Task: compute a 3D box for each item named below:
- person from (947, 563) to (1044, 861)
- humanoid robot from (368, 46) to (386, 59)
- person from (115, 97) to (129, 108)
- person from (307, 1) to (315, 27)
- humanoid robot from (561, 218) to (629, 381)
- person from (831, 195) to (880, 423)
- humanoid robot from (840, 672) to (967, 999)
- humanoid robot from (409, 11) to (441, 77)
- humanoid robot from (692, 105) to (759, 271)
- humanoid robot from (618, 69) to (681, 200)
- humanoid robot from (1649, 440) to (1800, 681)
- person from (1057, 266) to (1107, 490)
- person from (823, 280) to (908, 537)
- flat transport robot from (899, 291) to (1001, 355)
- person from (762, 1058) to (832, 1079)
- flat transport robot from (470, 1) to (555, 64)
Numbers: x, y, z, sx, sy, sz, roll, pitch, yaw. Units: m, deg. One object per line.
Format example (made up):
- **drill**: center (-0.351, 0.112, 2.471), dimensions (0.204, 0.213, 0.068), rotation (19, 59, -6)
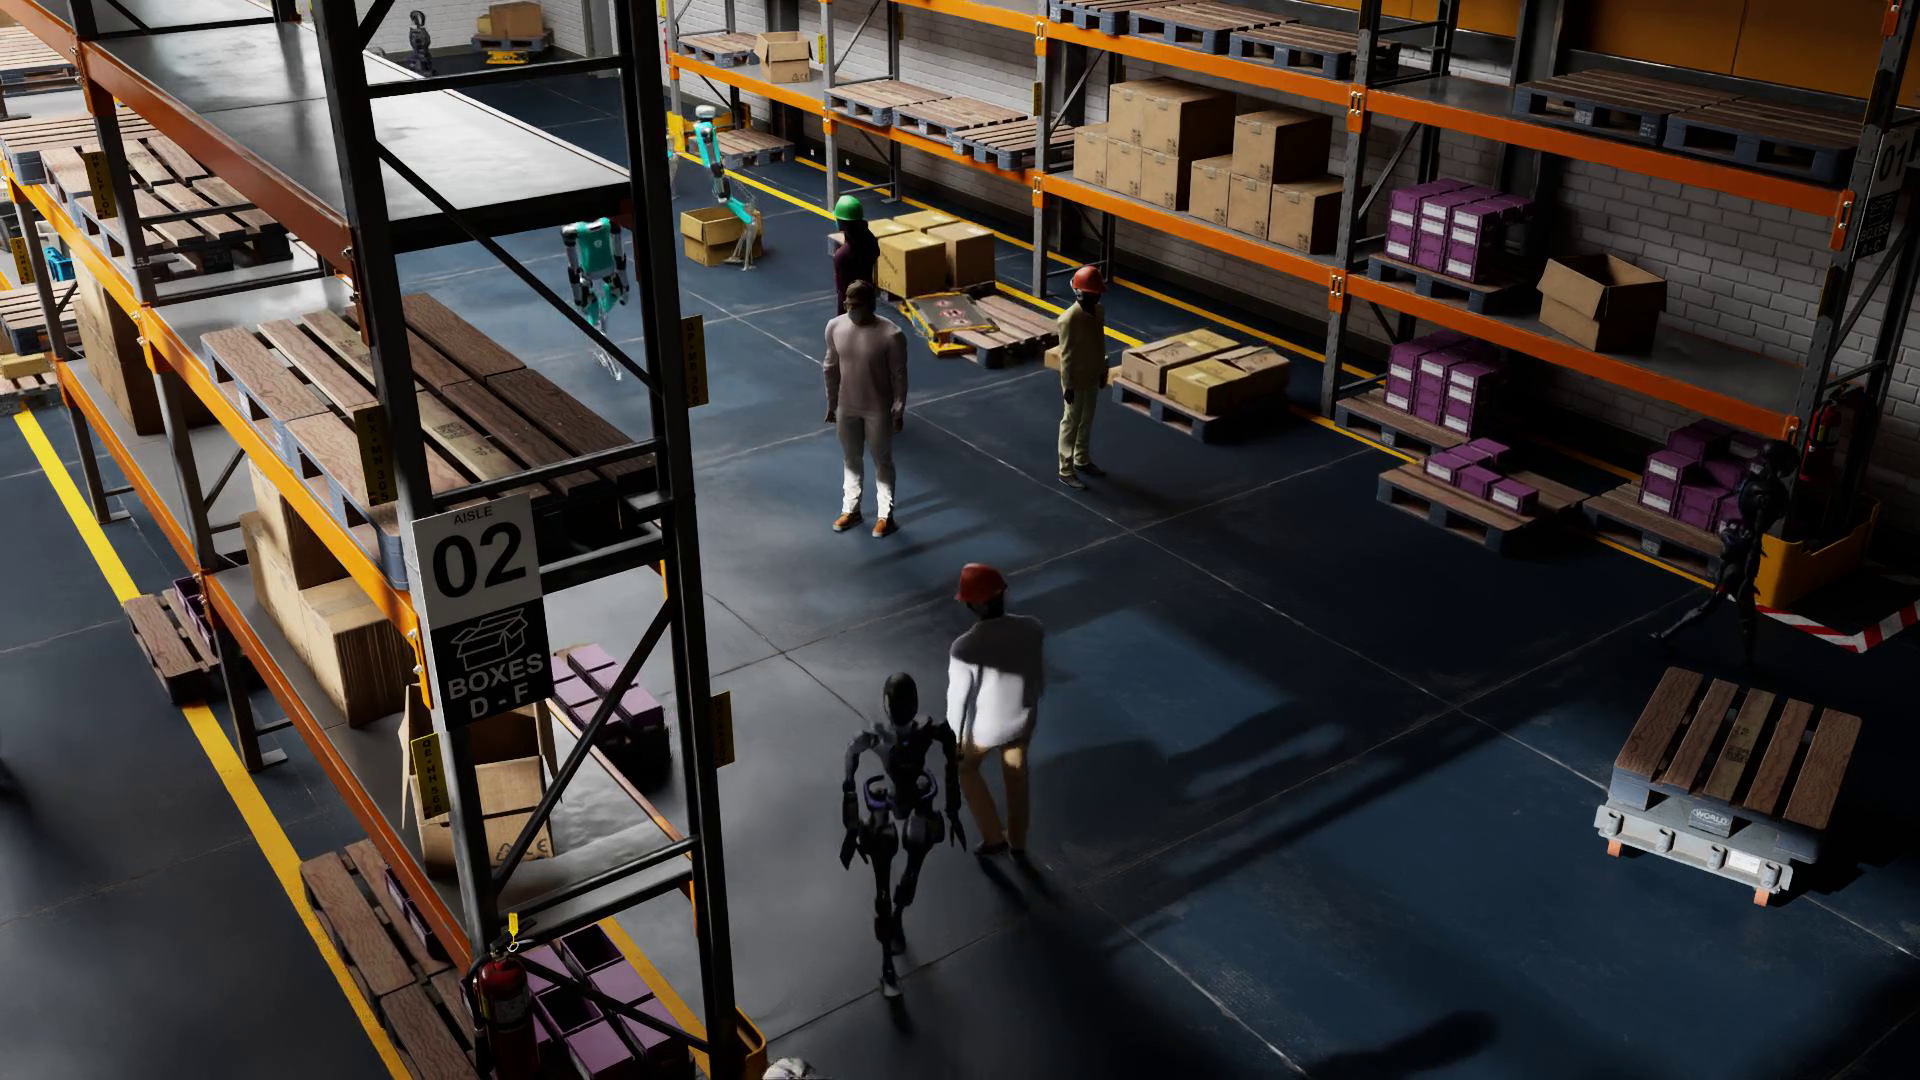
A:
- **person**: center (0.168, 0.904, 8.560), dimensions (0.599, 1.723, 0.401), rotation (-15, 30, -27)
- **humanoid robot**: center (-7.451, -5.468, 21.295), dimensions (0.427, 1.641, 0.611), rotation (-15, 30, -27)
- **person**: center (-10.438, -5.310, 20.650), dimensions (0.422, 1.983, 0.615), rotation (8, 28, 15)
- **person**: center (-8.984, -6.623, 23.353), dimensions (0.769, 1.896, 0.594), rotation (-20, 33, -34)
- **humanoid robot**: center (-3.312, -2.259, 14.898), dimensions (0.591, 1.795, 0.951), rotation (-14, 30, -26)
- **person**: center (-0.871, -1.912, 13.920), dimensions (0.419, 1.951, 0.490), rotation (13, 30, 24)
- **humanoid robot**: center (-0.251, 1.346, 7.767), dimensions (0.609, 1.642, 0.671), rotation (-7, 27, -13)
- **humanoid robot**: center (-7.646, -6.748, 23.850), dimensions (0.381, 1.636, 0.610), rotation (3, 27, 6)
- **humanoid robot**: center (-2.425, -3.776, 17.875), dimensions (0.795, 1.796, 0.562), rotation (-8, 28, -15)
- **humanoid robot**: center (-3.731, -5.083, 20.493), dimensions (0.823, 1.807, 0.583), rotation (-3, 27, -6)
- **humanoid robot**: center (4.807, 0.098, 10.309), dimensions (0.781, 1.640, 0.622), rotation (10, 28, 20)
- **person**: center (0.960, -1.268, 12.855), dimensions (0.323, 1.751, 0.559), rotation (17, 31, 30)
- **person**: center (-0.686, -0.954, 12.028), dimensions (0.634, 1.937, 0.354), rotation (10, 28, 18)
- **flat transport robot**: center (-0.102, -2.137, 16.239), dimensions (0.659, 0.231, 1.431), rotation (-8, 28, -15)
- **person**: center (-0.533, 2.407, 5.457), dimensions (0.494, 1.826, 0.537), rotation (0, 27, -1)
- **flat transport robot**: center (-7.696, -8.461, 28.817), dimensions (0.659, 0.231, 1.431), rotation (0, 27, 1)
